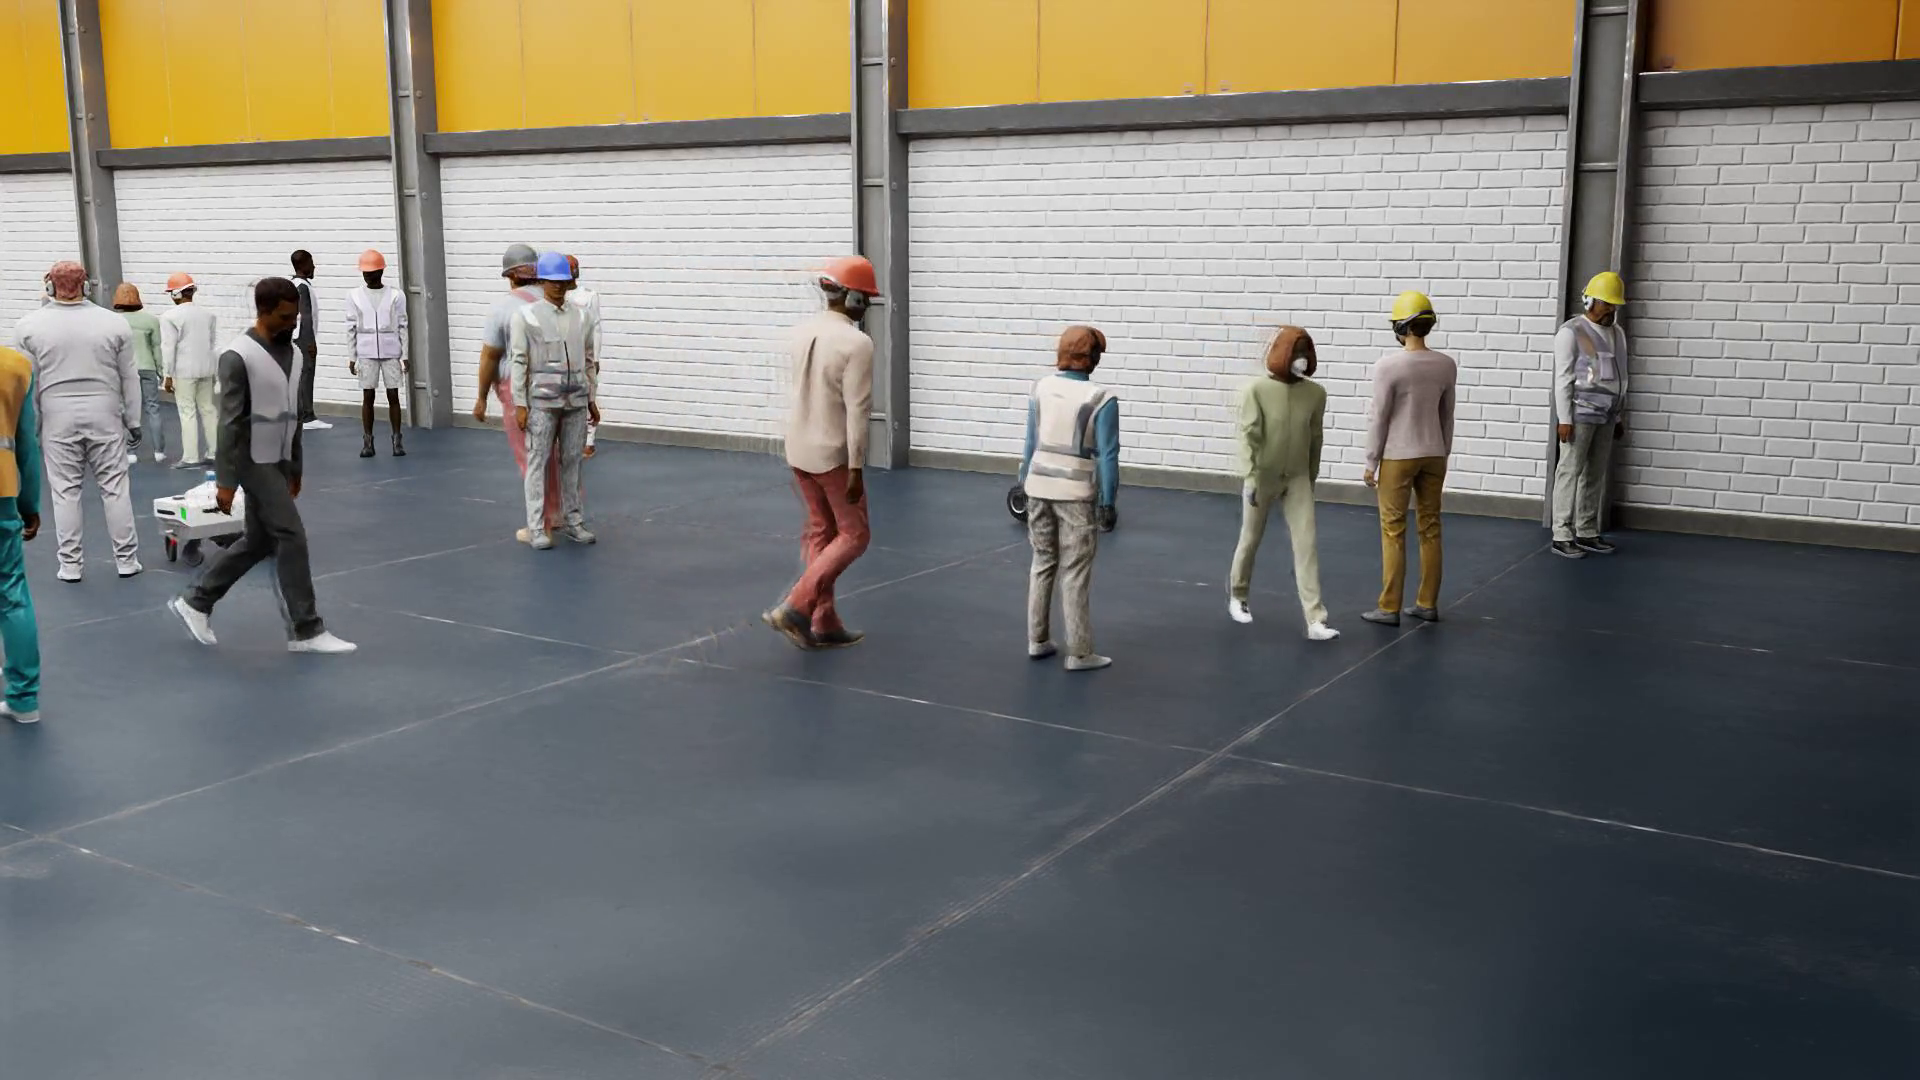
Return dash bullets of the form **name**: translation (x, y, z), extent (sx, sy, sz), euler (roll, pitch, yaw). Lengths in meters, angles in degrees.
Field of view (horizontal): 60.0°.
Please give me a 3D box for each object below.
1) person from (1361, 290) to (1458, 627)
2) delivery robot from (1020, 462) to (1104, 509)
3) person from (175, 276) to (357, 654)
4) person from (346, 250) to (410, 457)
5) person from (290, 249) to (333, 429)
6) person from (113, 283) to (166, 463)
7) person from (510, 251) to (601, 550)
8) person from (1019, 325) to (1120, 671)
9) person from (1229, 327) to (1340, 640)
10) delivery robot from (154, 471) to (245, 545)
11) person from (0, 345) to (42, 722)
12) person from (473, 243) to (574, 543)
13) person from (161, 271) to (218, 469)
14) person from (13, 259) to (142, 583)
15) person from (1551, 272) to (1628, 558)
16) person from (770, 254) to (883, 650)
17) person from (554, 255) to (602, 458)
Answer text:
- **person**: translation (2.358, -0.425, 8.766), extent (0.525, 1.762, 0.339), euler (-4, 11, -21)
- **delivery robot**: translation (0.763, -0.440, 11.924), extent (0.477, 0.478, 0.707), euler (-10, 14, -43)
- **person**: translation (-3.485, -0.361, 8.151), extent (0.937, 1.862, 0.665), euler (1, 10, 4)
- **person**: translation (-5.434, -1.736, 15.548), extent (0.553, 1.931, 0.361), euler (-3, 11, -17)
- **person**: translation (-7.062, -2.153, 17.899), extent (0.391, 1.920, 0.587), euler (-7, 12, -32)
- **person**: translation (-7.523, -1.517, 15.164), extent (0.499, 1.634, 0.279), euler (-8, 13, -36)
- **person**: translation (-2.655, -0.918, 10.971), extent (0.615, 1.945, 0.405), euler (-9, 13, -40)
- **person**: translation (0.496, -0.196, 7.854), extent (0.592, 1.630, 0.339), euler (8, 13, 37)
- **person**: translation (1.645, -0.299, 8.551), extent (0.512, 1.587, 0.873), euler (-3, 11, -15)
- **delivery robot**: translation (-4.718, -0.193, 10.557), extent (0.477, 0.478, 0.707), euler (6, 12, 31)
- **person**: translation (-4.063, -0.148, 6.825), extent (0.392, 1.913, 0.594), euler (7, 12, 35)
- **person**: translation (-2.892, -1.002, 11.184), extent (0.570, 2.000, 0.705), euler (7, 13, 36)
- **person**: translation (-6.855, -1.505, 14.788), extent (0.350, 1.744, 0.566), euler (4, 11, 22)
- **person**: translation (-5.221, -0.704, 9.894), extent (0.651, 1.910, 0.403), euler (-6, 12, -30)
- **person**: translation (4.056, -0.800, 10.672), extent (0.588, 1.822, 0.403), euler (-6, 12, -31)
- **person**: translation (-0.643, -0.403, 8.105), extent (0.617, 1.961, 0.624), euler (-9, 13, -40)
- **person**: translation (-3.626, -1.704, 15.507), extent (0.584, 1.882, 0.347), euler (2, 10, 13)
